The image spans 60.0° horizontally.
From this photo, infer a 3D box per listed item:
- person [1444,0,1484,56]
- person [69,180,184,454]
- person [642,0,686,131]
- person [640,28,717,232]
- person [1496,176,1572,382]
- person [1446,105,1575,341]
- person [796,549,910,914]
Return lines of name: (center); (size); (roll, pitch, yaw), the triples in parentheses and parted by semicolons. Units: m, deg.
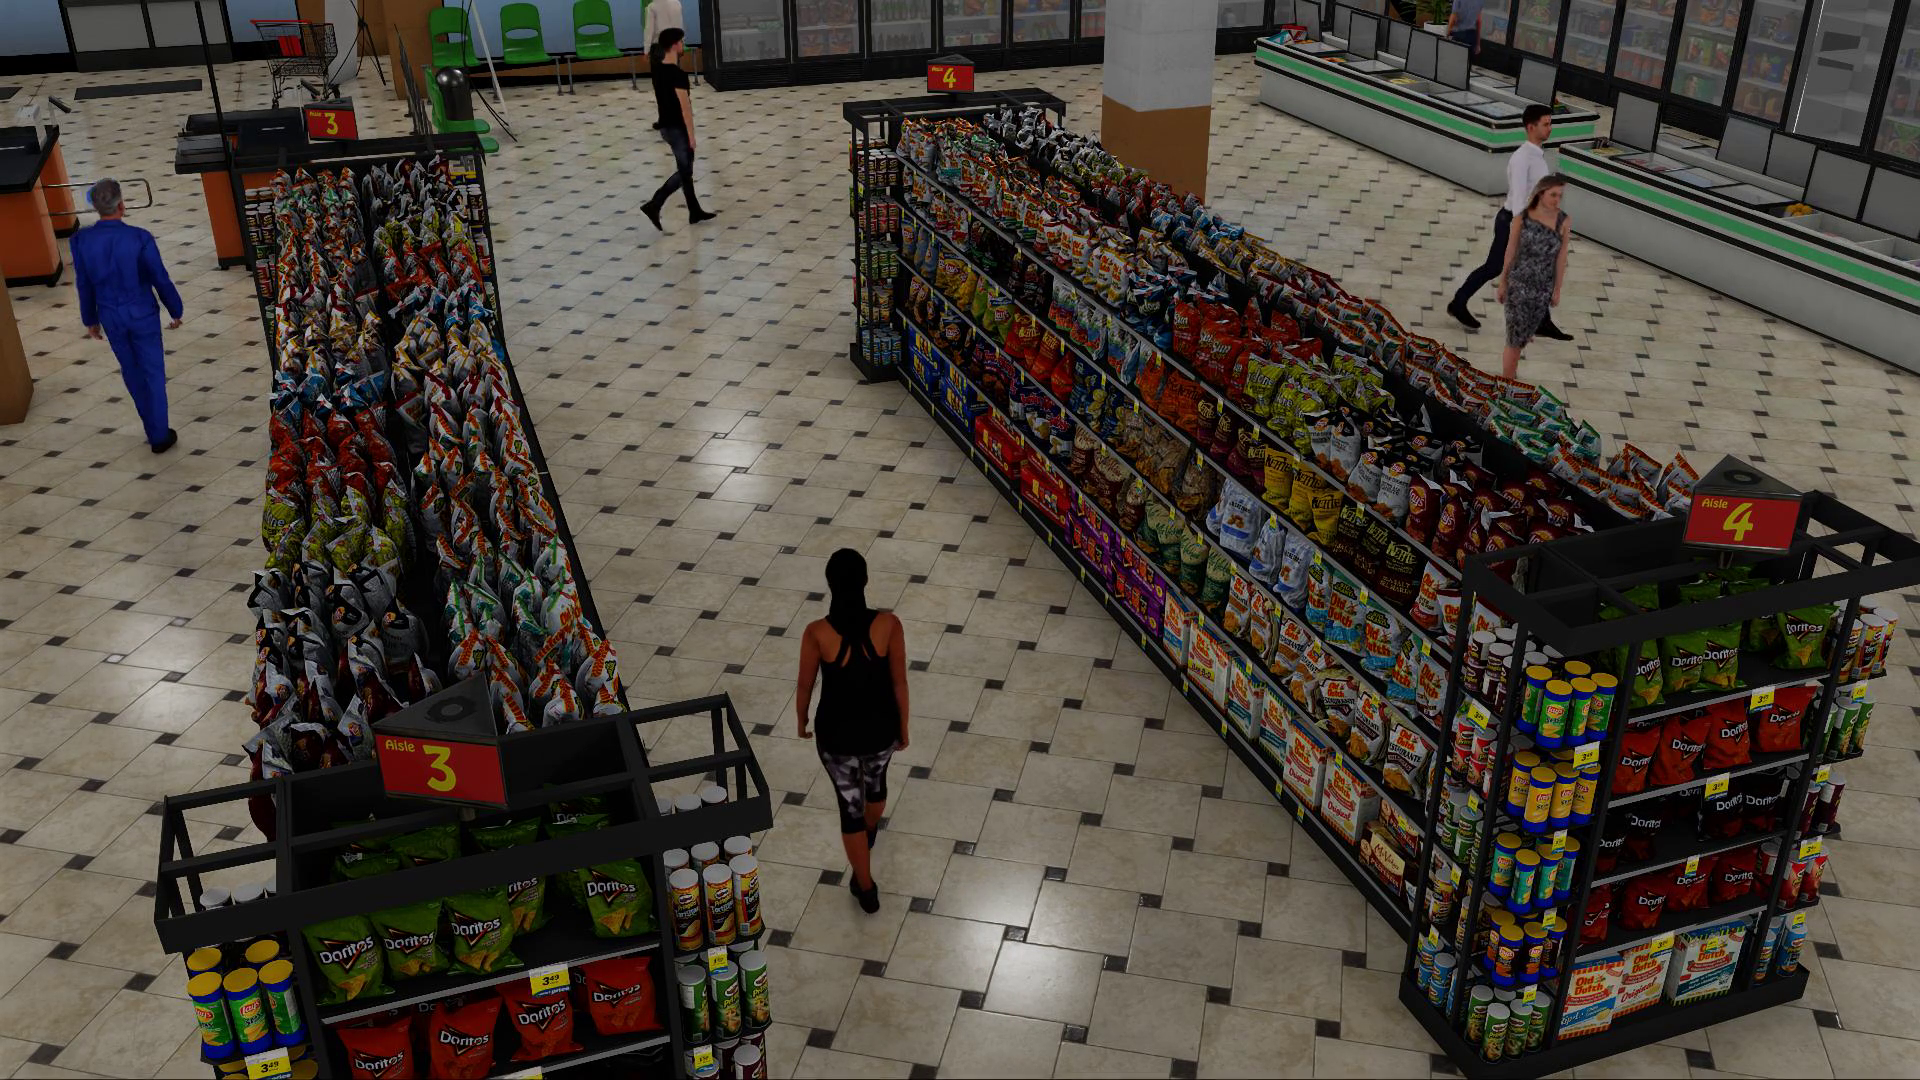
person: (6.222, -6.073, 20.348); (0.624, 1.702, 0.833); (-13, 30, -23)
person: (-5.568, -1.447, 11.110); (0.870, 1.805, 0.967); (-3, 27, -6)
person: (-3.470, -5.727, 19.555); (0.784, 1.801, 0.745); (-20, 33, -33)
person: (-2.751, -3.870, 15.813); (0.978, 1.873, 1.147); (-20, 33, -34)
person: (4.087, -1.810, 11.993); (0.945, 1.655, 1.202); (4, 27, 8)
person: (4.317, -2.497, 13.167); (1.337, 1.817, 1.019); (22, 34, 37)
person: (-0.419, 0.806, 6.842); (0.677, 1.648, 0.929); (-5, 27, -10)
